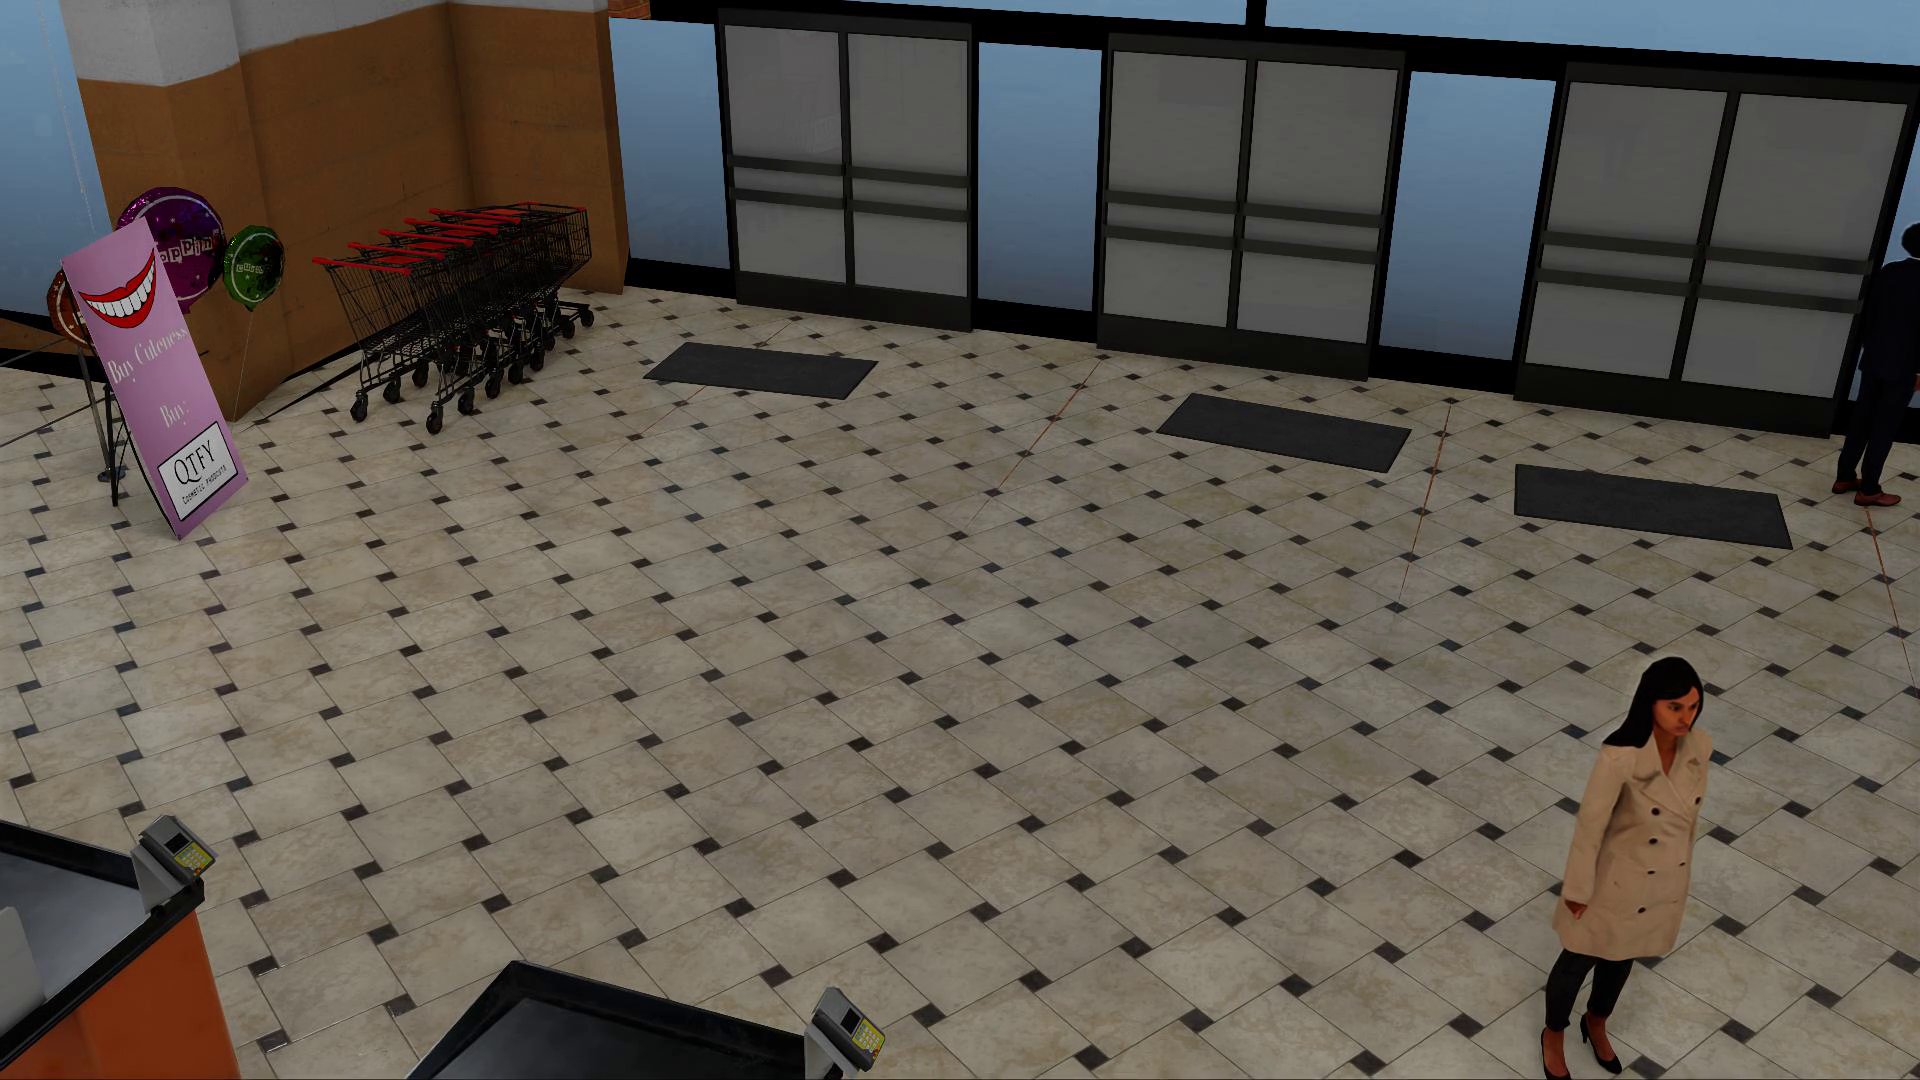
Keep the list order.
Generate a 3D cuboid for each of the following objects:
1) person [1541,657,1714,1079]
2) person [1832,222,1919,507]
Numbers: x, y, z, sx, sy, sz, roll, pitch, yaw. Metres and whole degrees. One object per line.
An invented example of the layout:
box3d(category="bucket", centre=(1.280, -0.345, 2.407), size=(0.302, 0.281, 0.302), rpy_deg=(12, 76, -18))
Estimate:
box3d(category="person", centre=(2.227, 1.124, 5.562), size=(0.722, 1.680, 0.744), rpy_deg=(-8, 28, -15))
box3d(category="person", centre=(5.475, -1.041, 9.777), size=(0.771, 1.729, 0.675), rpy_deg=(-8, 28, -14))
